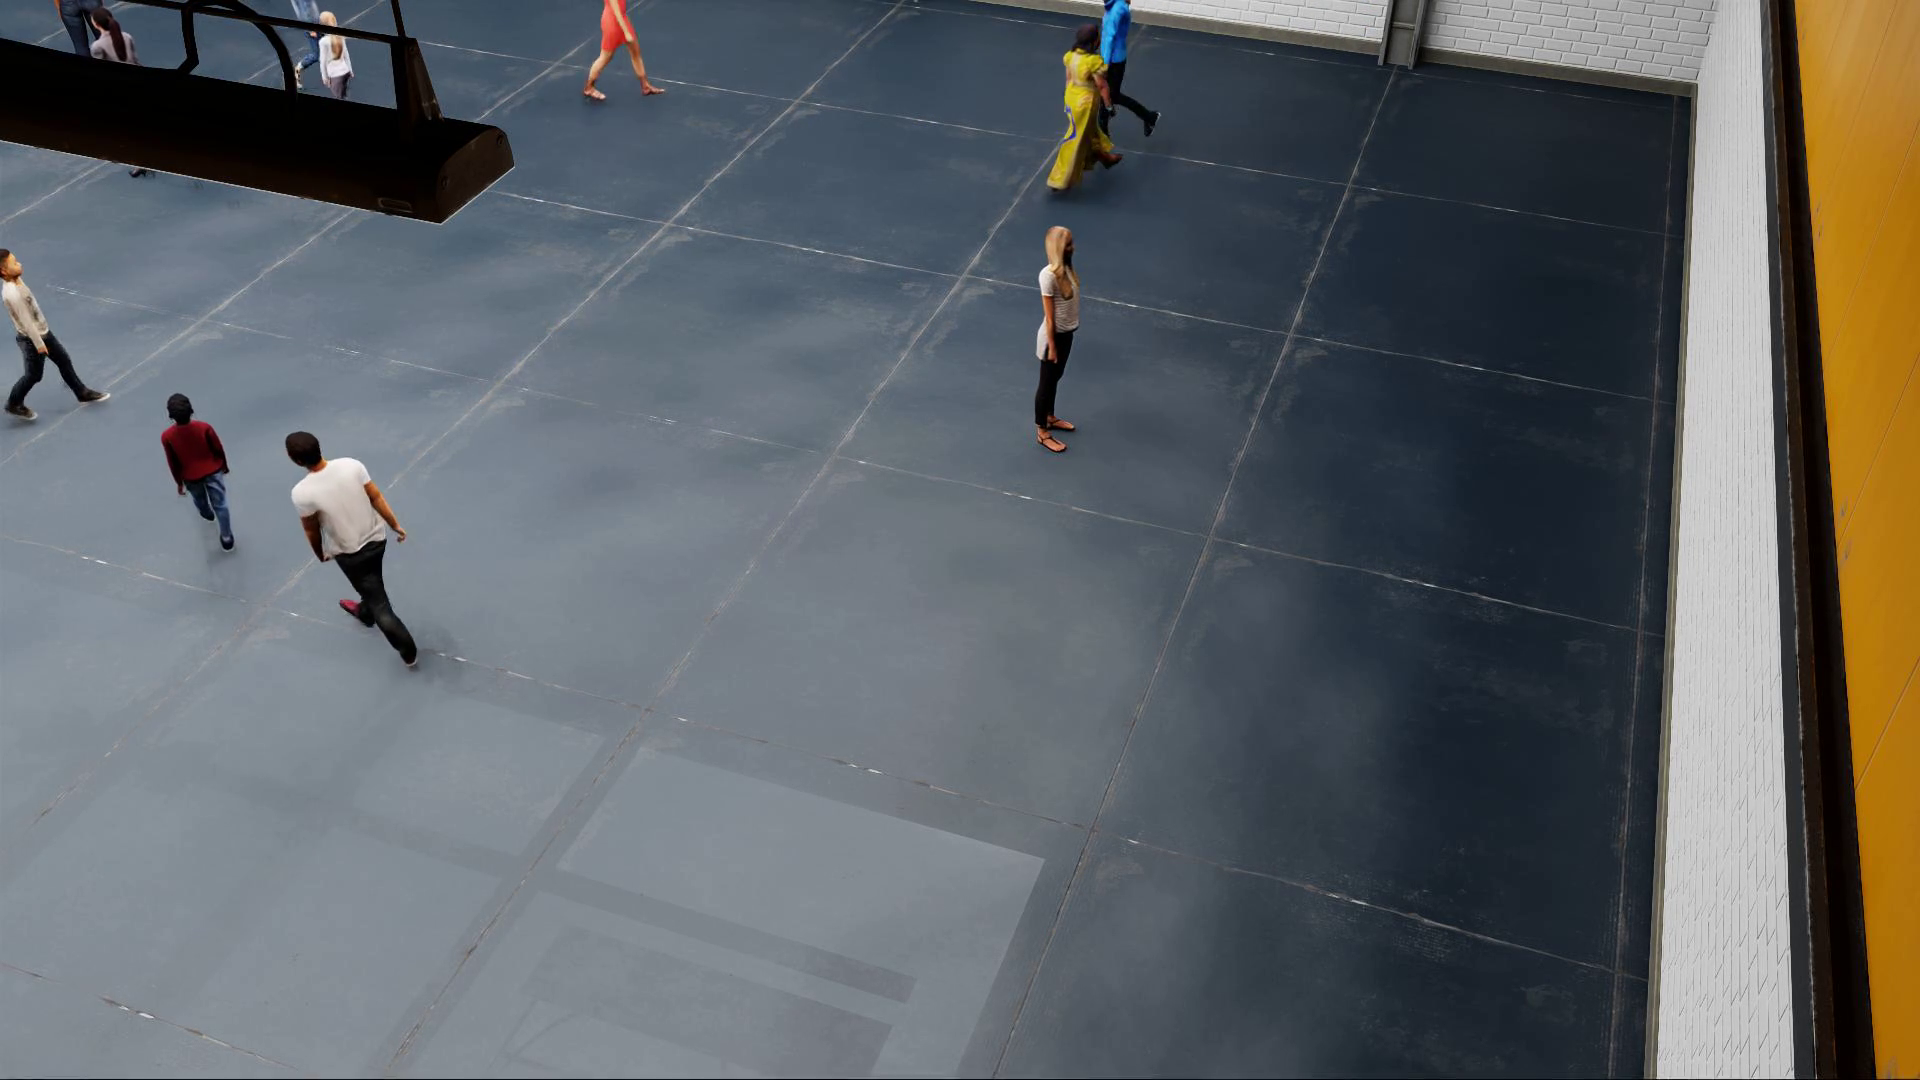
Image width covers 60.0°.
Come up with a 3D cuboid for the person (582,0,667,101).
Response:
[{"bbox_3d":[-3.736,-5.422,17.577,1.190,1.681,0.887,-2,39,-3],"label":"person"}]

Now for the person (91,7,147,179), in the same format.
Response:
[{"bbox_3d":[-8.151,-4.384,16.282,0.618,1.674,0.649,19,42,22],"label":"person"}]

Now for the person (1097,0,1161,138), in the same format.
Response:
[{"bbox_3d":[1.644,-4.821,16.751,1.091,1.773,0.805,3,39,4],"label":"person"}]

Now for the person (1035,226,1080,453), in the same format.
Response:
[{"bbox_3d":[0.716,-1.544,12.604,0.513,1.827,0.585,12,40,15],"label":"person"}]

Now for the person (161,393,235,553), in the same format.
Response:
[{"bbox_3d":[-5.336,-0.450,11.709,0.832,1.234,0.890,-16,41,-19],"label":"person"}]

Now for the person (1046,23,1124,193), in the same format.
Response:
[{"bbox_3d":[1.120,-4.101,15.989,1.261,1.598,1.294,-21,43,-25],"label":"person"}]

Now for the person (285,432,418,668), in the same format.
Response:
[{"bbox_3d":[-3.794,0.070,10.648,0.956,1.746,1.158,-28,46,-31],"label":"person"}]

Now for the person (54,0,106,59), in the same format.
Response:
[{"bbox_3d":[-9.453,-5.743,17.876,0.746,1.810,0.800,-18,42,-21],"label":"person"}]

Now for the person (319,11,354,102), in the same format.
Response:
[{"bbox_3d":[-6.348,-4.774,17.102,0.795,1.260,0.532,17,42,20],"label":"person"}]

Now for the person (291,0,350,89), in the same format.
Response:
[{"bbox_3d":[-7.050,-5.533,17.890,0.919,1.463,0.798,-7,39,-9],"label":"person"}]

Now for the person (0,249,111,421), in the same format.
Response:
[{"bbox_3d":[-7.284,-1.570,12.943,1.040,1.444,0.941,-13,40,-16],"label":"person"}]
